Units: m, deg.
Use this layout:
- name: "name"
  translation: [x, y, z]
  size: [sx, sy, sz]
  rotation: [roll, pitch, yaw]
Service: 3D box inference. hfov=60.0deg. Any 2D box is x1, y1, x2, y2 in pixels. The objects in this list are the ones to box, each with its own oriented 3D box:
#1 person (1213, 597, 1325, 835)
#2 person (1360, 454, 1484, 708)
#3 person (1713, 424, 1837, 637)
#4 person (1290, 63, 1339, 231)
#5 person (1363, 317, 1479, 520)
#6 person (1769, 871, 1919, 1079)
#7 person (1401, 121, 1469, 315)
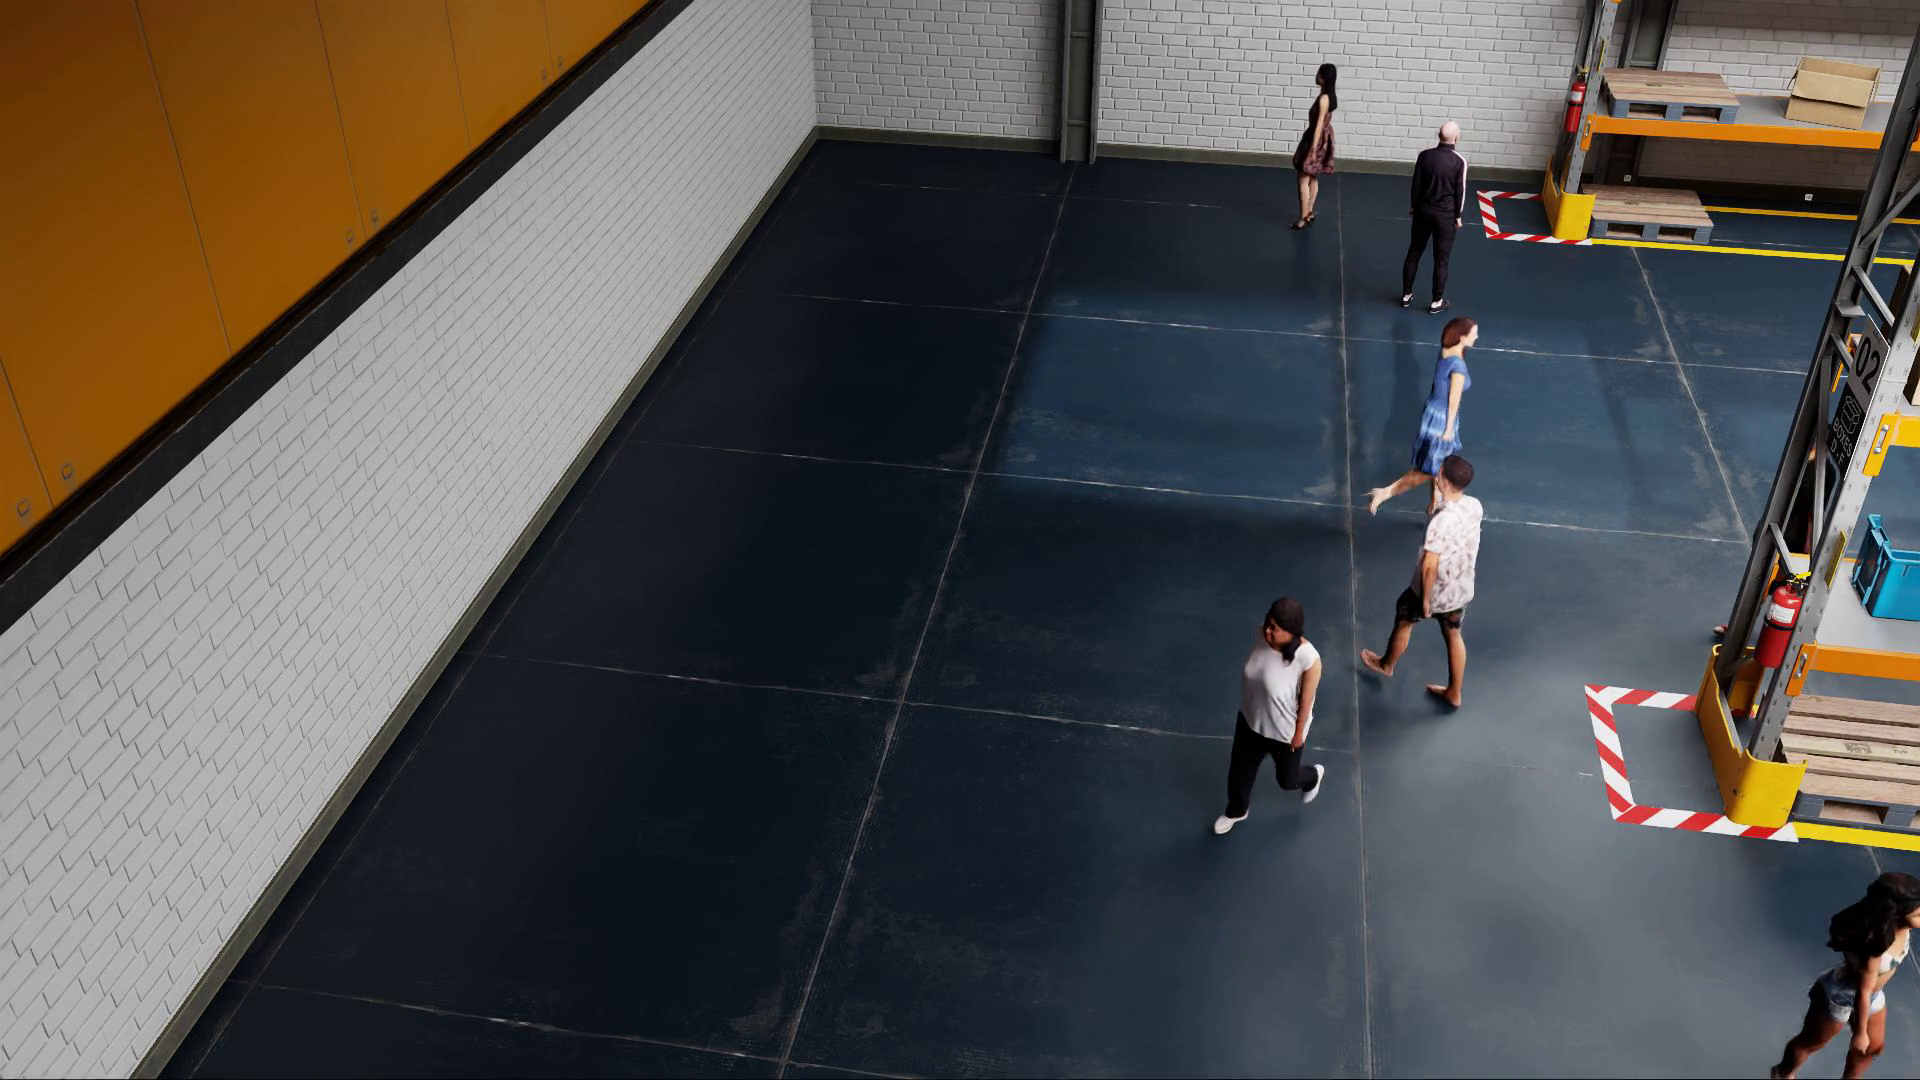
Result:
- name: "person"
  translation: [1.875, 1.018, 9.710]
  size: [1.048, 1.668, 0.992]
  rotation: [-21, 39, -29]
- name: "person"
  translation: [3.160, 0.319, 10.651]
  size: [1.044, 1.790, 1.095]
  rotation: [-19, 38, -26]
- name: "person"
  translation: [5.665, -0.053, 11.257]
  size: [1.033, 1.739, 0.846]
  rotation: [-6, 34, -9]
- name: "person"
  translation: [3.757, -4.078, 17.284]
  size: [0.744, 1.770, 0.743]
  rotation: [14, 36, 20]
- name: "person"
  translation: [3.493, -0.839, 12.397]
  size: [1.044, 1.787, 0.758]
  rotation: [0, 34, -1]
- name: "person"
  translation: [4.211, 2.170, 8.030]
  size: [0.753, 1.610, 0.814]
  rotation: [-21, 39, -29]
- name: "person"
  translation: [4.471, -3.040, 15.663]
  size: [0.676, 1.836, 0.816]
  rotation: [22, 39, 29]
